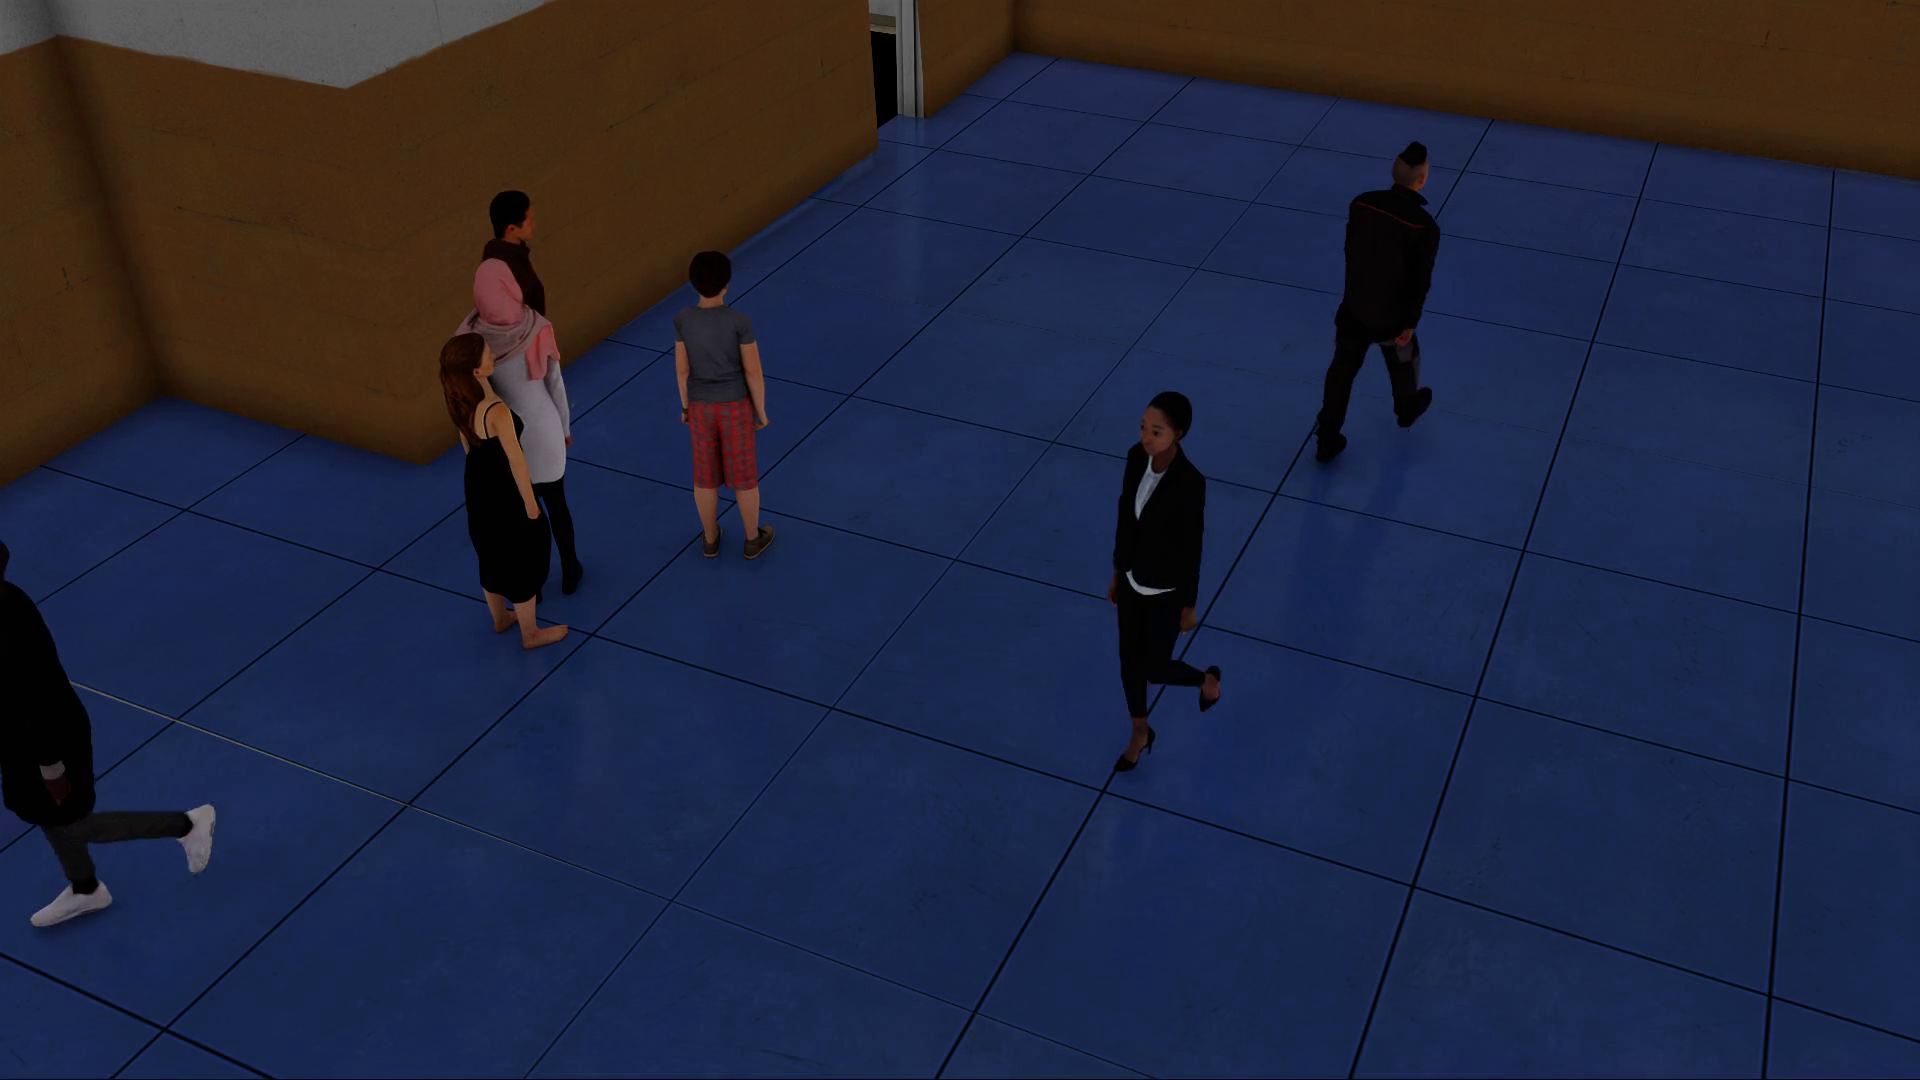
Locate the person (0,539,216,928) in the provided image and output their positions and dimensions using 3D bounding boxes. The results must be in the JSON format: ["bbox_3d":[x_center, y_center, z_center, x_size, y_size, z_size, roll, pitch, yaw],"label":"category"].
[{"bbox_3d":[-3.283,0.712,6.150,0.996,1.743,1.021,-21,39,-28],"label":"person"}]

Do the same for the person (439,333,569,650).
[{"bbox_3d":[-2.136,-0.222,7.660,0.583,1.625,0.685,25,41,33],"label":"person"}]

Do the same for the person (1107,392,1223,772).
[{"bbox_3d":[0.868,0.184,6.876,0.859,1.819,0.861,-23,40,-30],"label":"person"}]

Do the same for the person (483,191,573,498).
[{"bbox_3d":[-2.364,-0.949,8.630,0.863,1.762,0.773,-24,41,-32],"label":"person"}]

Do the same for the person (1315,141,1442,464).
[{"bbox_3d":[2.216,-1.238,9.002,1.181,1.807,1.047,27,42,34],"label":"person"}]

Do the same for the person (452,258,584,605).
[{"bbox_3d":[-2.077,-0.502,7.919,0.740,1.804,0.793,-13,36,-19],"label":"person"}]

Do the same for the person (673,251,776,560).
[{"bbox_3d":[-1.193,-0.650,8.269,0.570,1.650,0.718,3,34,5],"label":"person"}]
